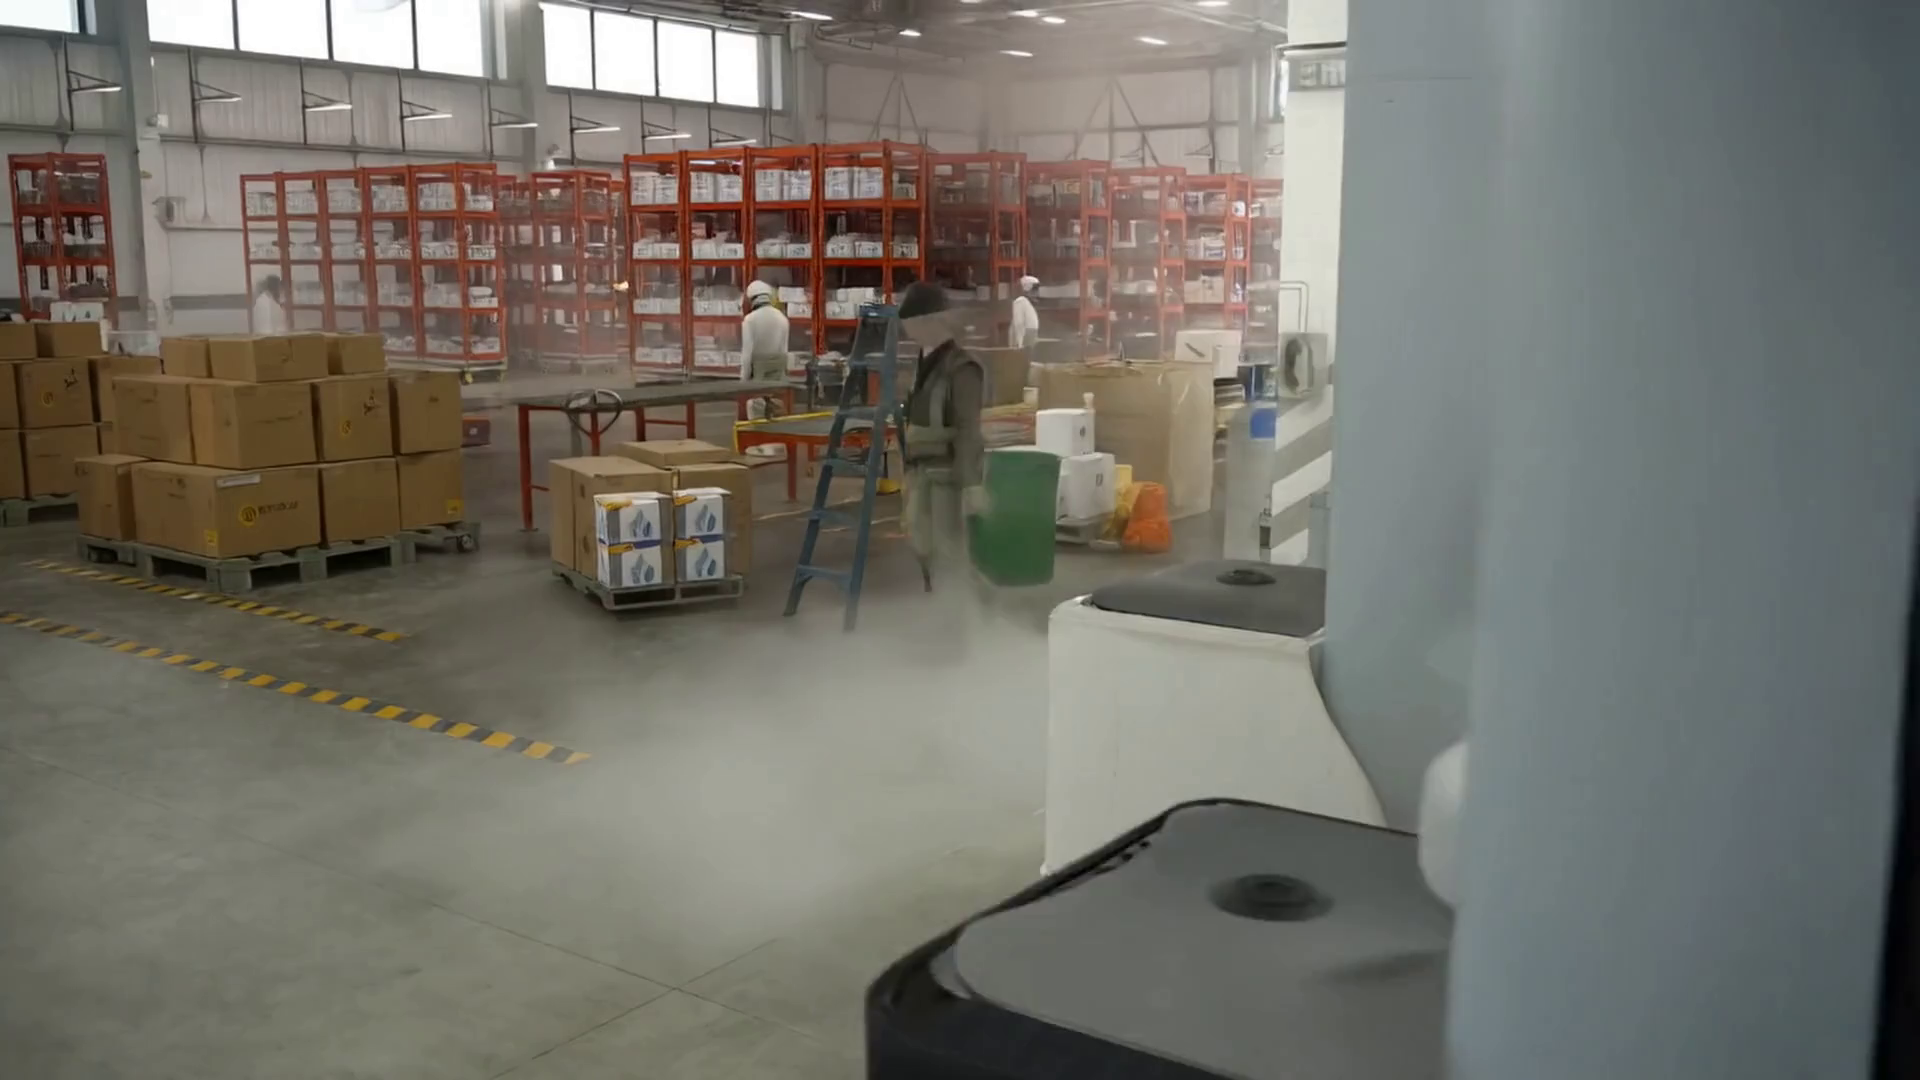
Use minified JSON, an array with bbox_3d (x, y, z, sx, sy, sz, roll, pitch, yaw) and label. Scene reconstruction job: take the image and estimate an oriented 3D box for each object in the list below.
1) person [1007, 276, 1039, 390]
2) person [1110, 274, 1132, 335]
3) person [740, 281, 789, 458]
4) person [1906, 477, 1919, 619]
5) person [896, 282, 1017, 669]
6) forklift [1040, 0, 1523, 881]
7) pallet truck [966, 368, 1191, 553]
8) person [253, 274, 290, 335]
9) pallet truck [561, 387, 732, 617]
[{"bbox_3d":[0.792,-2.373,20.775,0.389,1.837,0.563,2,10,14],"label":"person"},{"bbox_3d":[3.014,-4.102,31.121,0.403,1.823,0.588,-5,11,-26],"label":"person"},{"bbox_3d":[-1.999,-1.702,16.830,0.404,1.818,0.601,9,13,43],"label":"person"},{"bbox_3d":[3.945,0.049,6.901,0.540,1.655,0.863,-3,10,-17],"label":"person"},{"bbox_3d":[-0.017,-0.330,8.364,0.610,1.921,0.663,-4,10,-22],"label":"person"},{"bbox_3d":[1.249,-0.137,4.360,1.873,2.768,1.129,7,12,35],"label":"forklift"},{"bbox_3d":[0.845,-0.609,11.869,1.630,1.274,0.653,7,12,35],"label":"pallet truck"},{"bbox_3d":[-8.818,-2.452,21.198,0.999,1.860,0.639,-1,10,-9],"label":"person"},{"bbox_3d":[-1.981,-0.274,10.088,0.680,1.201,1.601,-5,11,-28],"label":"pallet truck"}]
